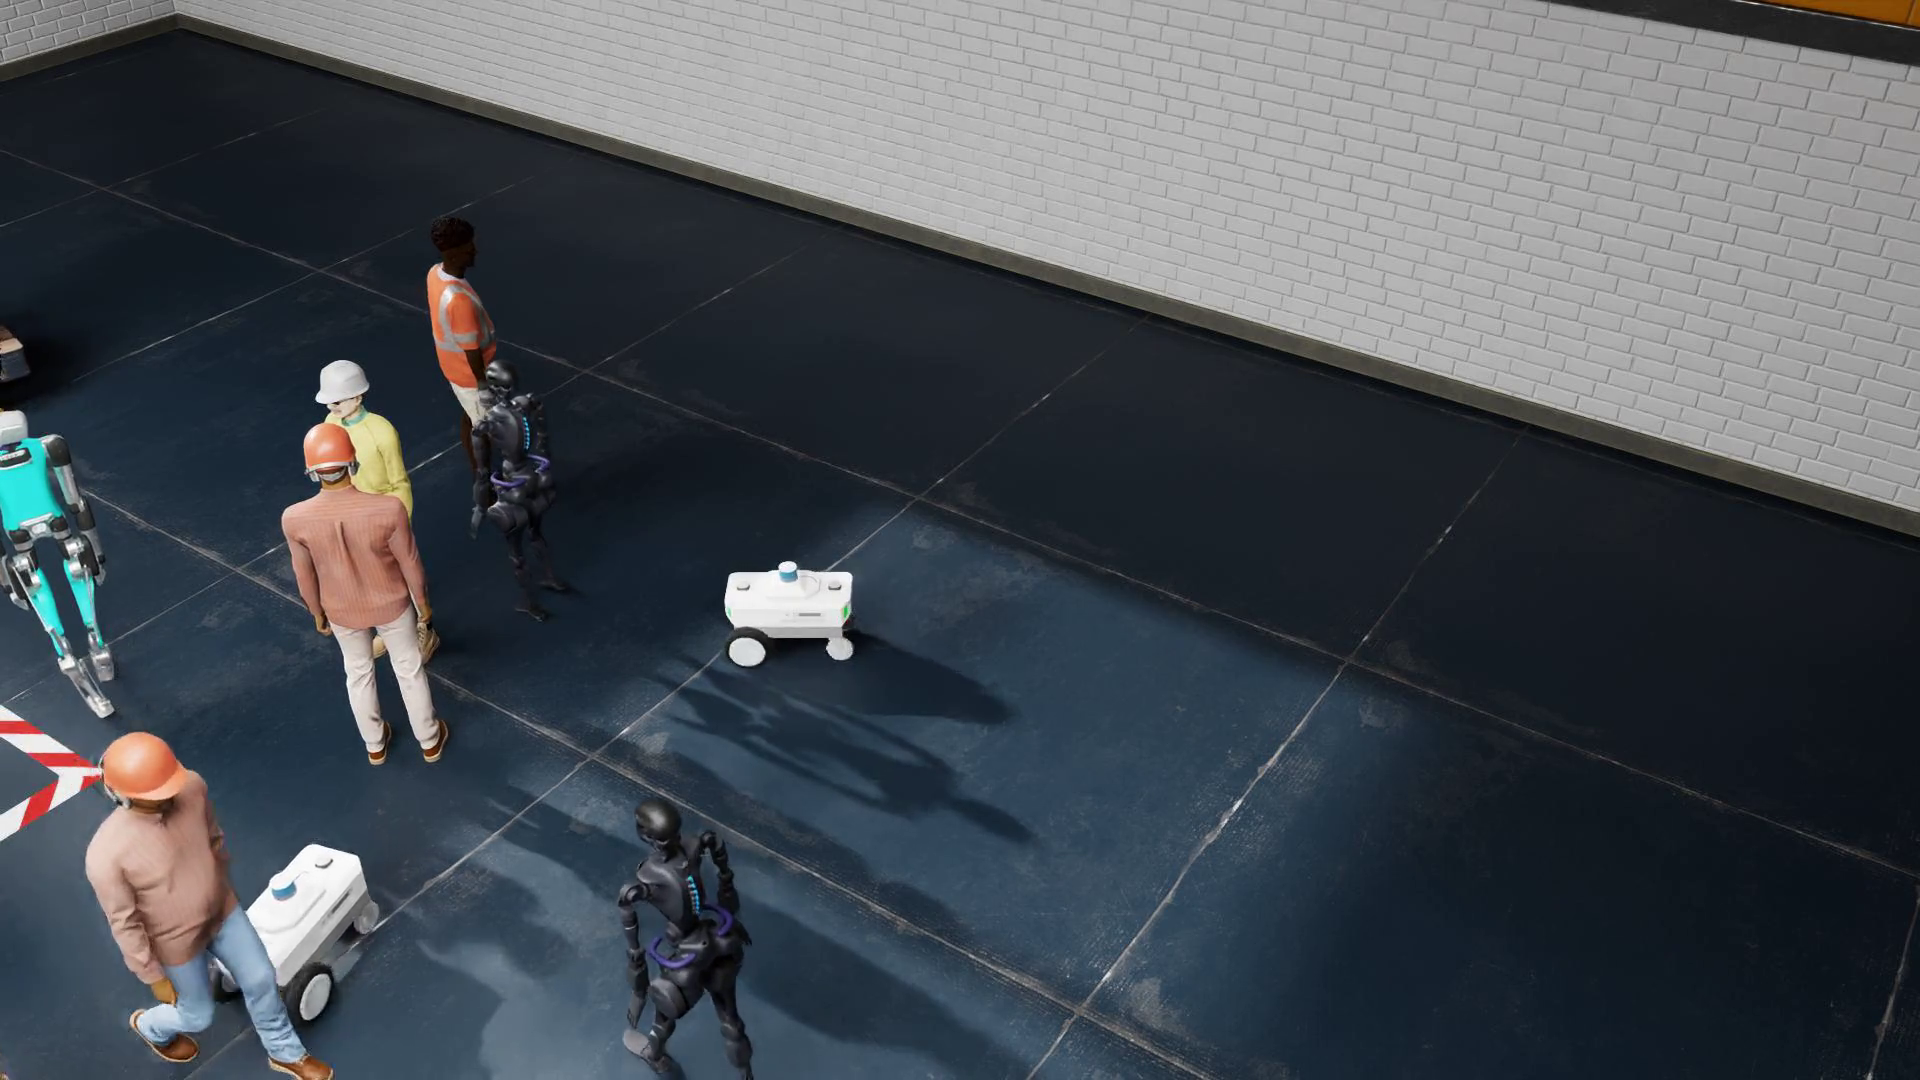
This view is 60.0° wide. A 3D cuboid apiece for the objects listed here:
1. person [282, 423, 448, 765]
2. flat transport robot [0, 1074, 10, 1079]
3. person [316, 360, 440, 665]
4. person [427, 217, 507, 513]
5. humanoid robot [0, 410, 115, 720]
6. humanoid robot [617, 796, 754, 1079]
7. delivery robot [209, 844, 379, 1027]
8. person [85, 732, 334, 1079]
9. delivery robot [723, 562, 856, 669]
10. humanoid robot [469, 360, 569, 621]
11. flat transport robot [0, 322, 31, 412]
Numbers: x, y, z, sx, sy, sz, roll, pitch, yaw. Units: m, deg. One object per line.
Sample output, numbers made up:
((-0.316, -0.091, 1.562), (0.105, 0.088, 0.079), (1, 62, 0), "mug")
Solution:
((-2.965, 0.301, 8.340), (0.611, 1.986, 0.405), (-4, 35, -6), "person")
((-4.030, 2.802, 6.259), (1.431, 0.231, 0.659), (-11, 37, -16), "flat transport robot")
((-3.174, -0.145, 9.059), (0.472, 1.891, 0.385), (13, 37, 18), "person")
((-3.026, -1.080, 10.329), (0.378, 1.960, 0.613), (-19, 39, -25), "person")
((-4.678, 0.230, 8.670), (0.539, 1.766, 0.906), (-24, 42, -30), "humanoid robot")
((-1.112, 1.654, 6.697), (0.755, 1.626, 0.612), (26, 42, 32), "humanoid robot")
((-3.007, 1.769, 7.500), (0.499, 0.611, 0.804), (11, 36, 15), "delivery robot")
((-3.135, 1.515, 6.630), (0.791, 1.967, 0.636), (11, 36, 15), "person")
((-0.964, 0.387, 9.449), (0.766, 0.580, 0.499), (0, 35, 0), "delivery robot")
((-2.540, -0.274, 9.424), (0.391, 1.655, 0.591), (20, 40, 26), "humanoid robot")
((-7.337, -1.075, 11.800), (0.659, 0.231, 1.431), (-27, 43, -33), "flat transport robot")
